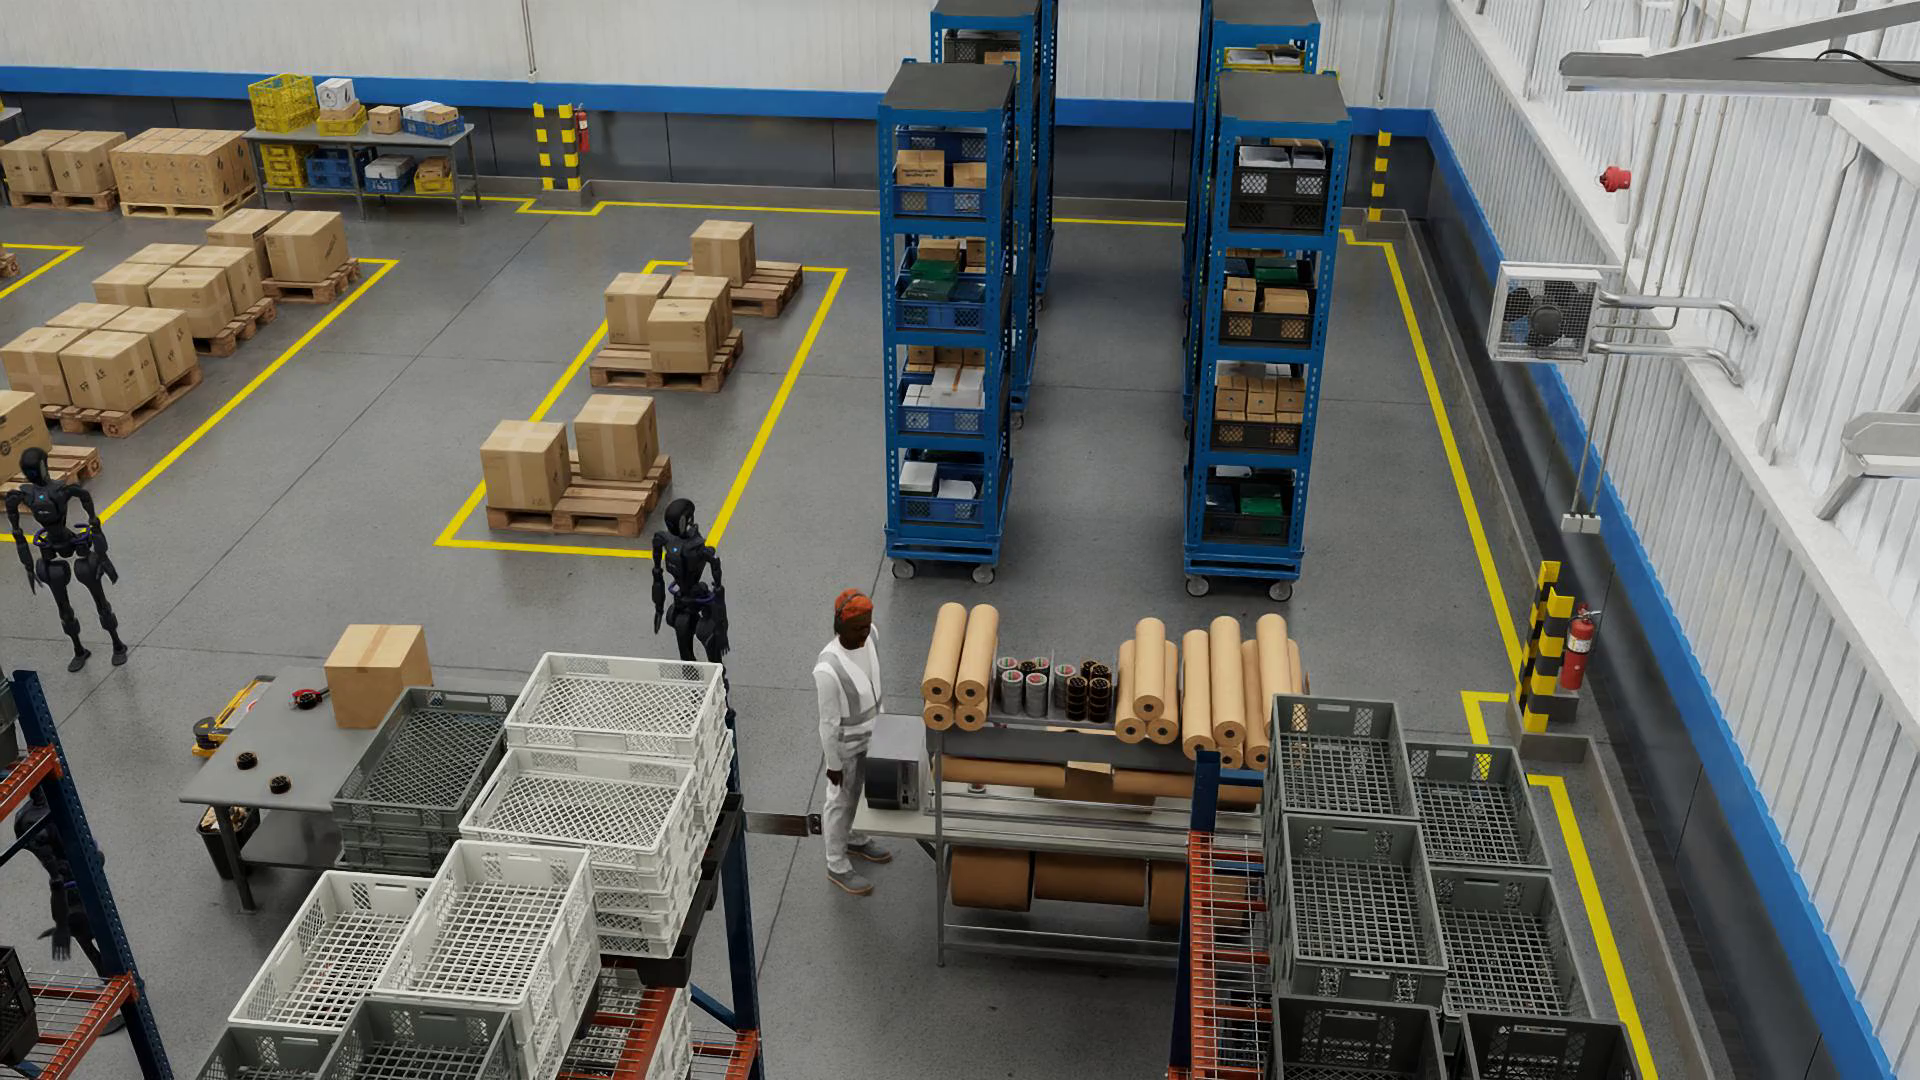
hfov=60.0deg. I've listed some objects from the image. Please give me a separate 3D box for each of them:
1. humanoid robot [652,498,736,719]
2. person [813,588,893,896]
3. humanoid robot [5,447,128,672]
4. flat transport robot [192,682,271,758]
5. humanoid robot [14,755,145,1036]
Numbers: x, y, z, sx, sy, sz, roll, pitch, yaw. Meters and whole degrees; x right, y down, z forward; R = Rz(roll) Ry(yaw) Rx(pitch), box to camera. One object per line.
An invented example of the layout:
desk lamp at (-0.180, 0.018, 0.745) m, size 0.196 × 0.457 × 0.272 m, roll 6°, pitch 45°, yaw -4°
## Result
humanoid robot at (-1.681, 0.462, 10.478) m, size 0.573 × 1.652 × 0.328 m, roll 16°, pitch 34°, yaw 25°
person at (-0.590, 1.091, 9.196) m, size 0.358 × 1.881 × 0.572 m, roll 12°, pitch 32°, yaw 20°
humanoid robot at (-5.930, 0.127, 11.054) m, size 0.562 × 1.653 × 0.313 m, roll -7°, pitch 31°, yaw -12°
flat transport robot at (-4.089, 1.163, 10.648) m, size 1.431 × 0.197 × 0.652 m, roll 3°, pitch 30°, yaw 6°
humanoid robot at (-4.416, 1.746, 8.260) m, size 0.330 × 1.657 × 0.601 m, roll -11°, pitch 32°, yaw -19°
